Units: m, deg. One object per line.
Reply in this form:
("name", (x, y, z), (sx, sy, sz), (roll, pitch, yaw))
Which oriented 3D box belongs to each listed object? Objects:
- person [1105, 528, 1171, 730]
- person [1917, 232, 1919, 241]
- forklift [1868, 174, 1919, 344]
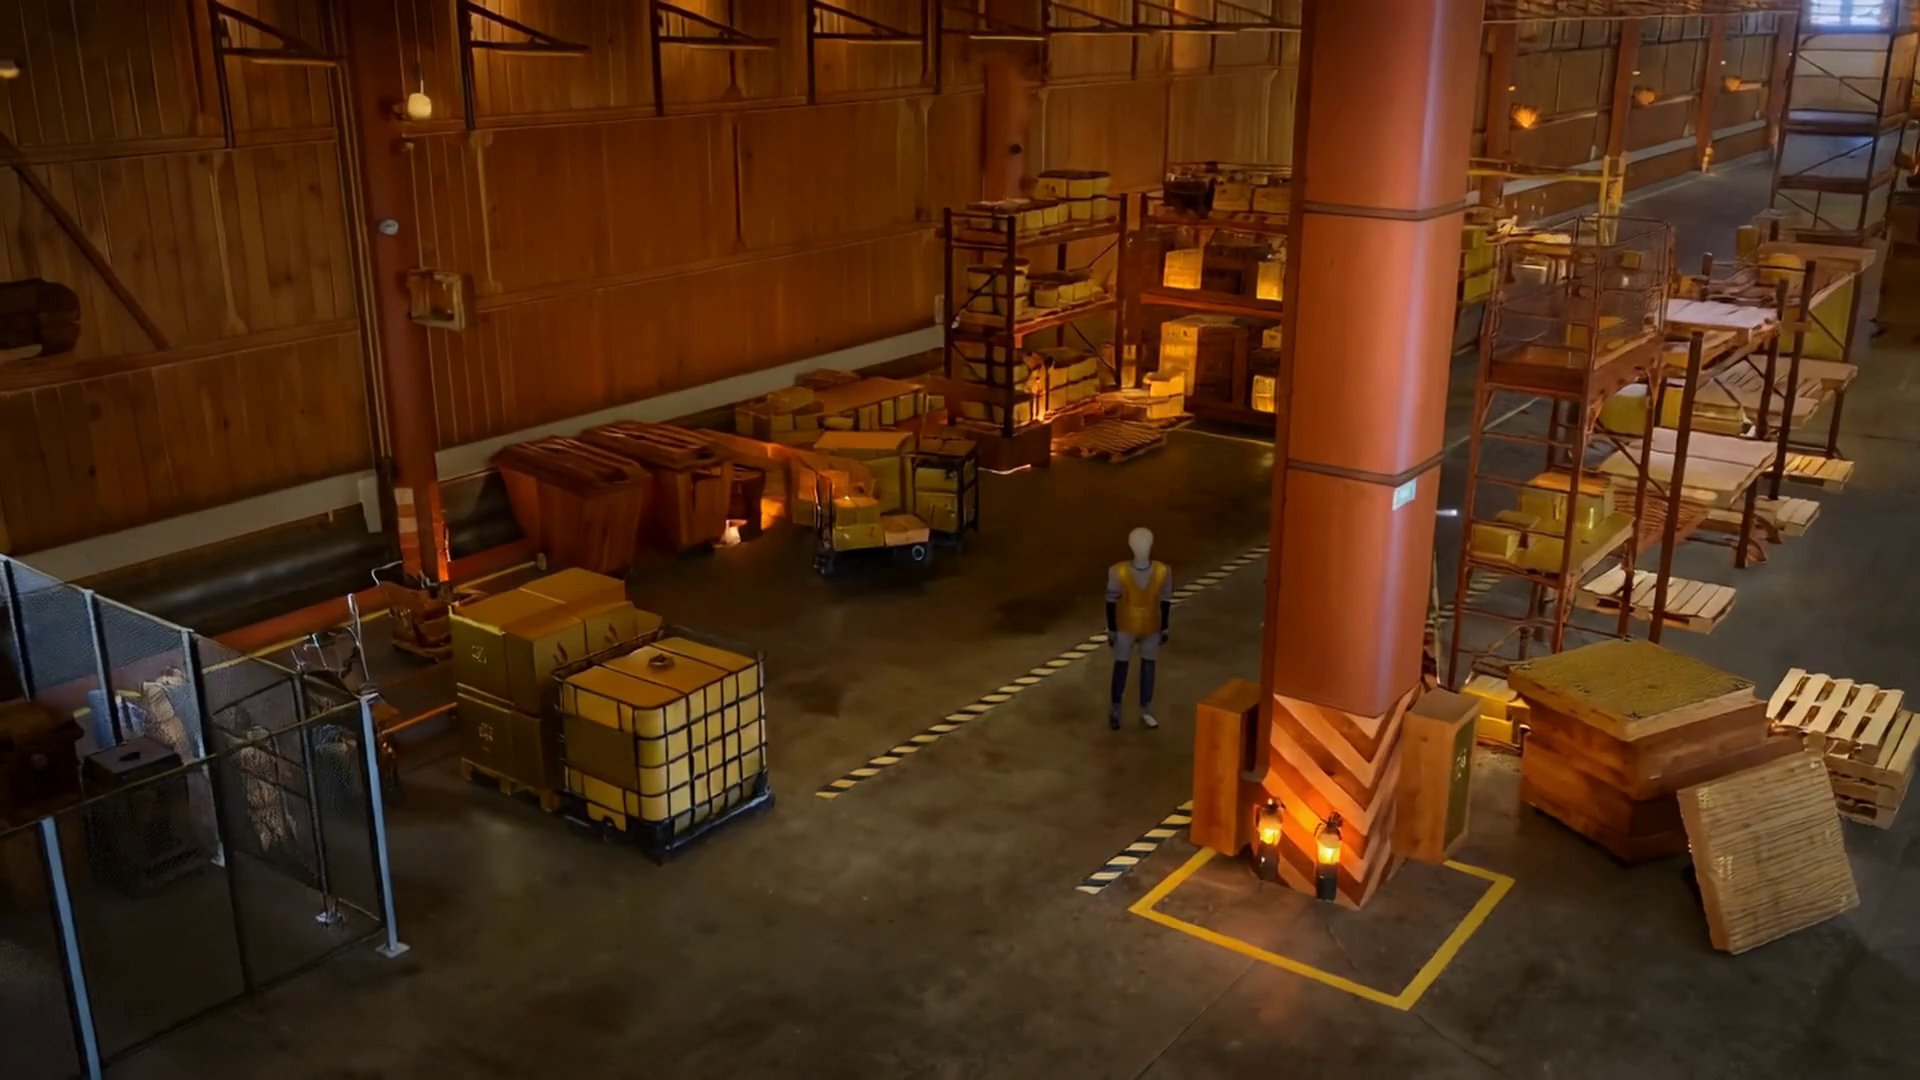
("person", (1.427, 0.708, 13.325), (0.540, 1.695, 0.317), (-2, 18, -8))
("person", (17.928, -5.119, 30.799), (0.542, 1.927, 0.381), (5, 19, 16))
("forklift", (16.454, -4.792, 28.284), (1.129, 2.768, 1.873), (13, 22, 34))
